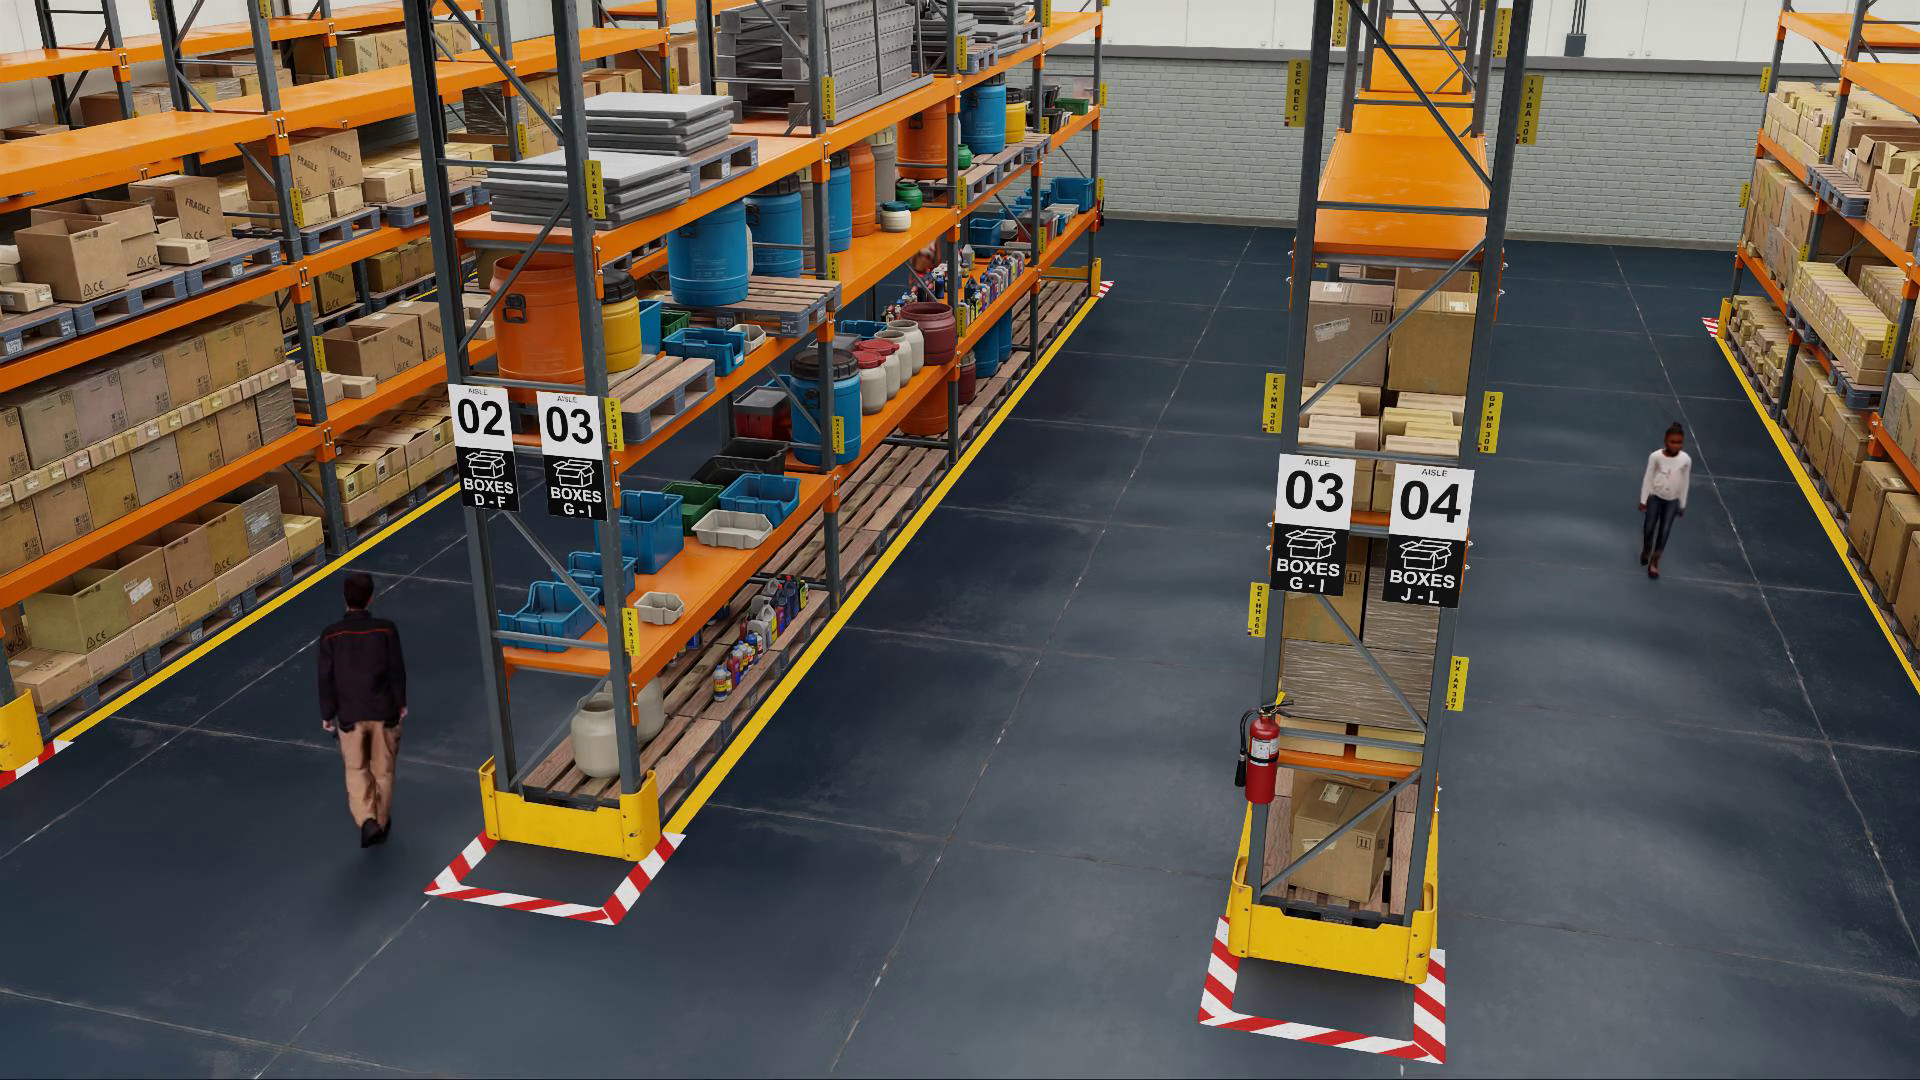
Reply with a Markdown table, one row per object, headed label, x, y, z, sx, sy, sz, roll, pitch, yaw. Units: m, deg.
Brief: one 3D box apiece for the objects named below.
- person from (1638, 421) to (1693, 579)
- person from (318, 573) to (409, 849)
| label | x | y | z | sx | sy | sz | roll | pitch | yaw |
| --- | --- | --- | --- | --- | --- | --- | --- | --- | --- |
| person | 6.414 | -0.393 | 15.180 | 0.535 | 1.450 | 0.610 | 6 | 23 | 15 |
| person | -3.829 | 1.166 | 10.773 | 0.955 | 1.901 | 1.044 | -9 | 24 | -20 |
